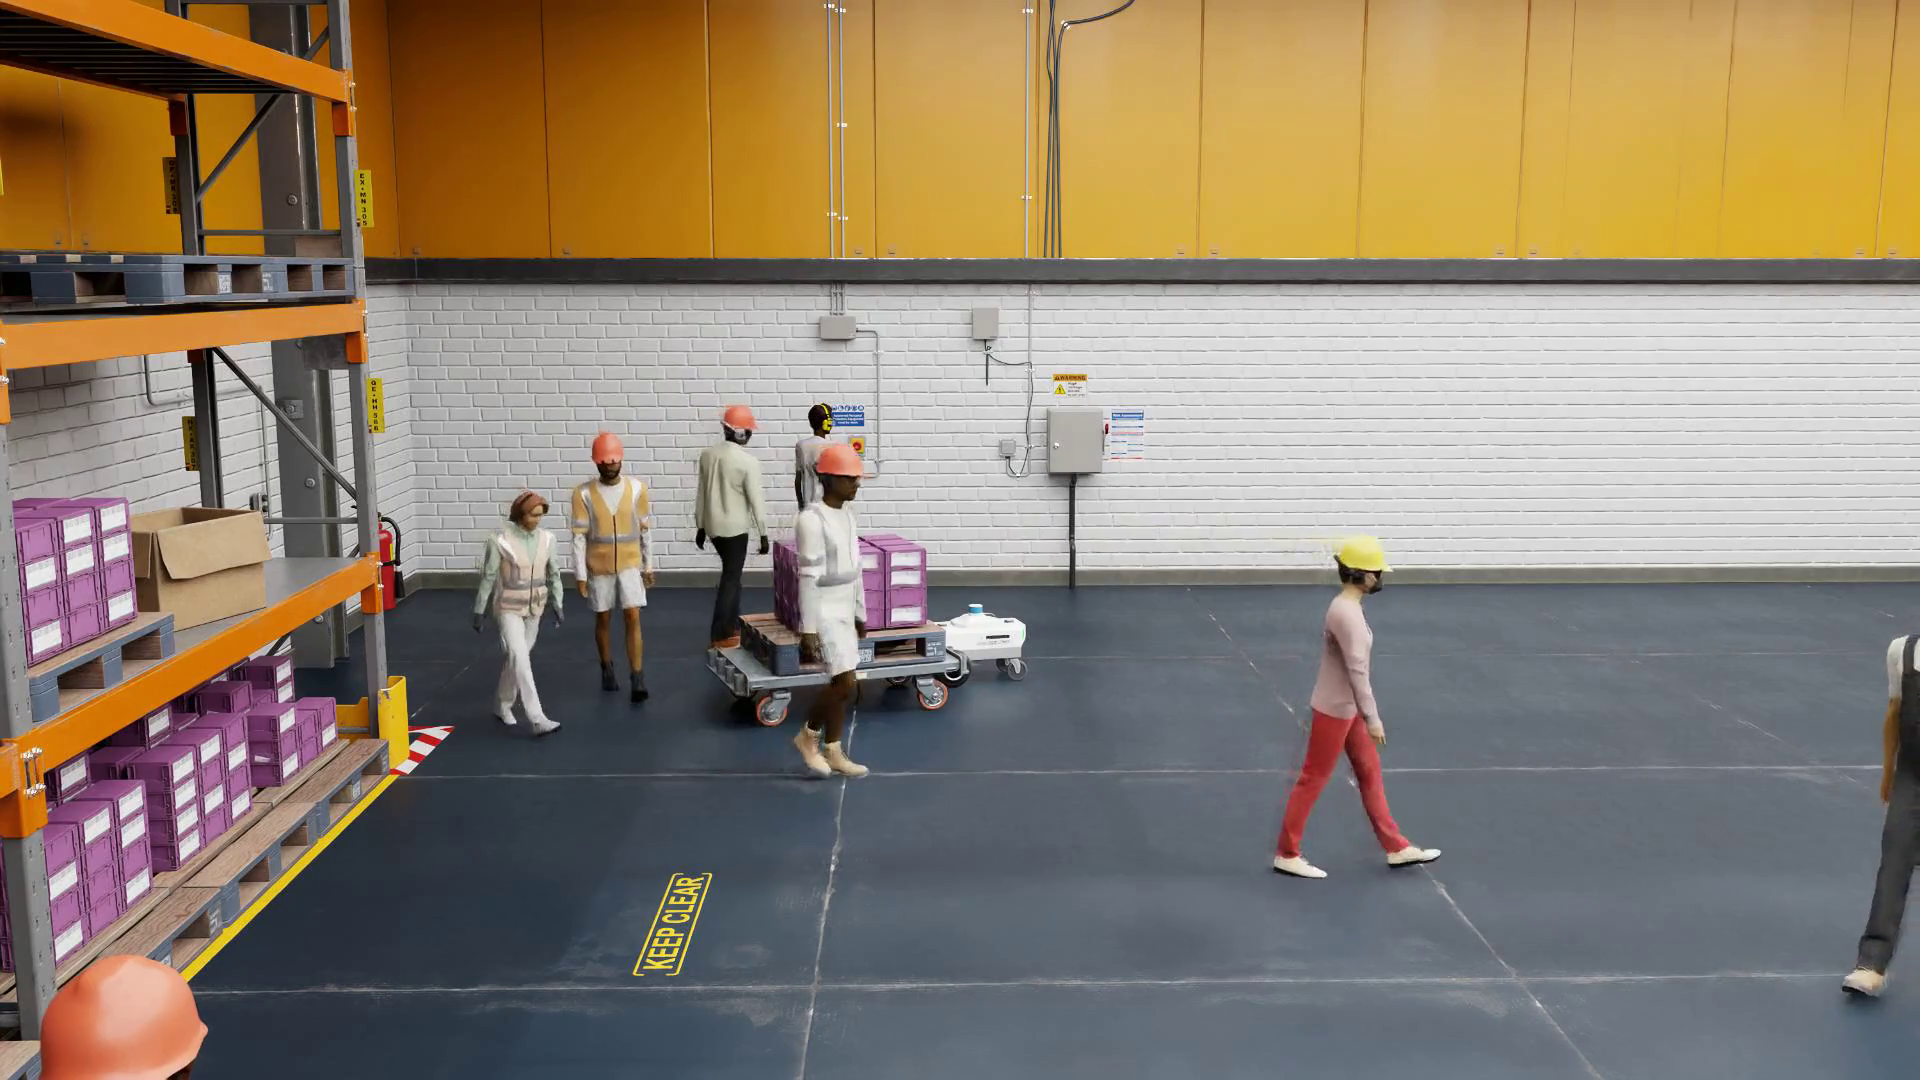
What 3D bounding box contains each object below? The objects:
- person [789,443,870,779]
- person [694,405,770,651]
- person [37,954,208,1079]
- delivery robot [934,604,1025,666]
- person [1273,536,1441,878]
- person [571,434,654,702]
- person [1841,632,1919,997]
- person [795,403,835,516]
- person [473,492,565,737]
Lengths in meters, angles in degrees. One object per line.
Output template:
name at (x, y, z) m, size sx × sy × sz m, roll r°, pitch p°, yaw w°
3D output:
person at (-0.717, 0.436, 9.797) m, size 0.422 × 2.024 × 0.631 m, roll 4°, pitch 10°, yaw 21°
person at (-1.749, -0.098, 13.264) m, size 0.627 × 1.959 × 0.784 m, roll 7°, pitch 12°, yaw 38°
person at (-1.344, 1.621, 2.803) m, size 0.544 × 1.939 × 0.355 m, roll -2°, pitch 9°, yaw -12°
delivery robot at (0.117, 0.717, 12.285) m, size 0.707 × 0.478 × 0.477 m, roll -3°, pitch 10°, yaw -16°
person at (1.982, 0.847, 8.205) m, size 0.875 × 1.728 × 0.545 m, roll 3°, pitch 10°, yaw 16°
person at (-2.419, 0.200, 11.670) m, size 0.565 × 1.882 × 0.978 m, roll -3°, pitch 10°, yaw -18°
person at (4.071, 1.019, 6.941) m, size 0.896 × 1.801 × 0.519 m, roll -8°, pitch 12°, yaw -40°
person at (-1.210, -0.255, 14.545) m, size 0.524 × 1.861 × 0.325 m, roll 6°, pitch 11°, yaw 34°
person at (-2.853, 0.479, 10.858) m, size 0.859 × 1.580 × 0.564 m, roll 8°, pitch 12°, yaw 40°
